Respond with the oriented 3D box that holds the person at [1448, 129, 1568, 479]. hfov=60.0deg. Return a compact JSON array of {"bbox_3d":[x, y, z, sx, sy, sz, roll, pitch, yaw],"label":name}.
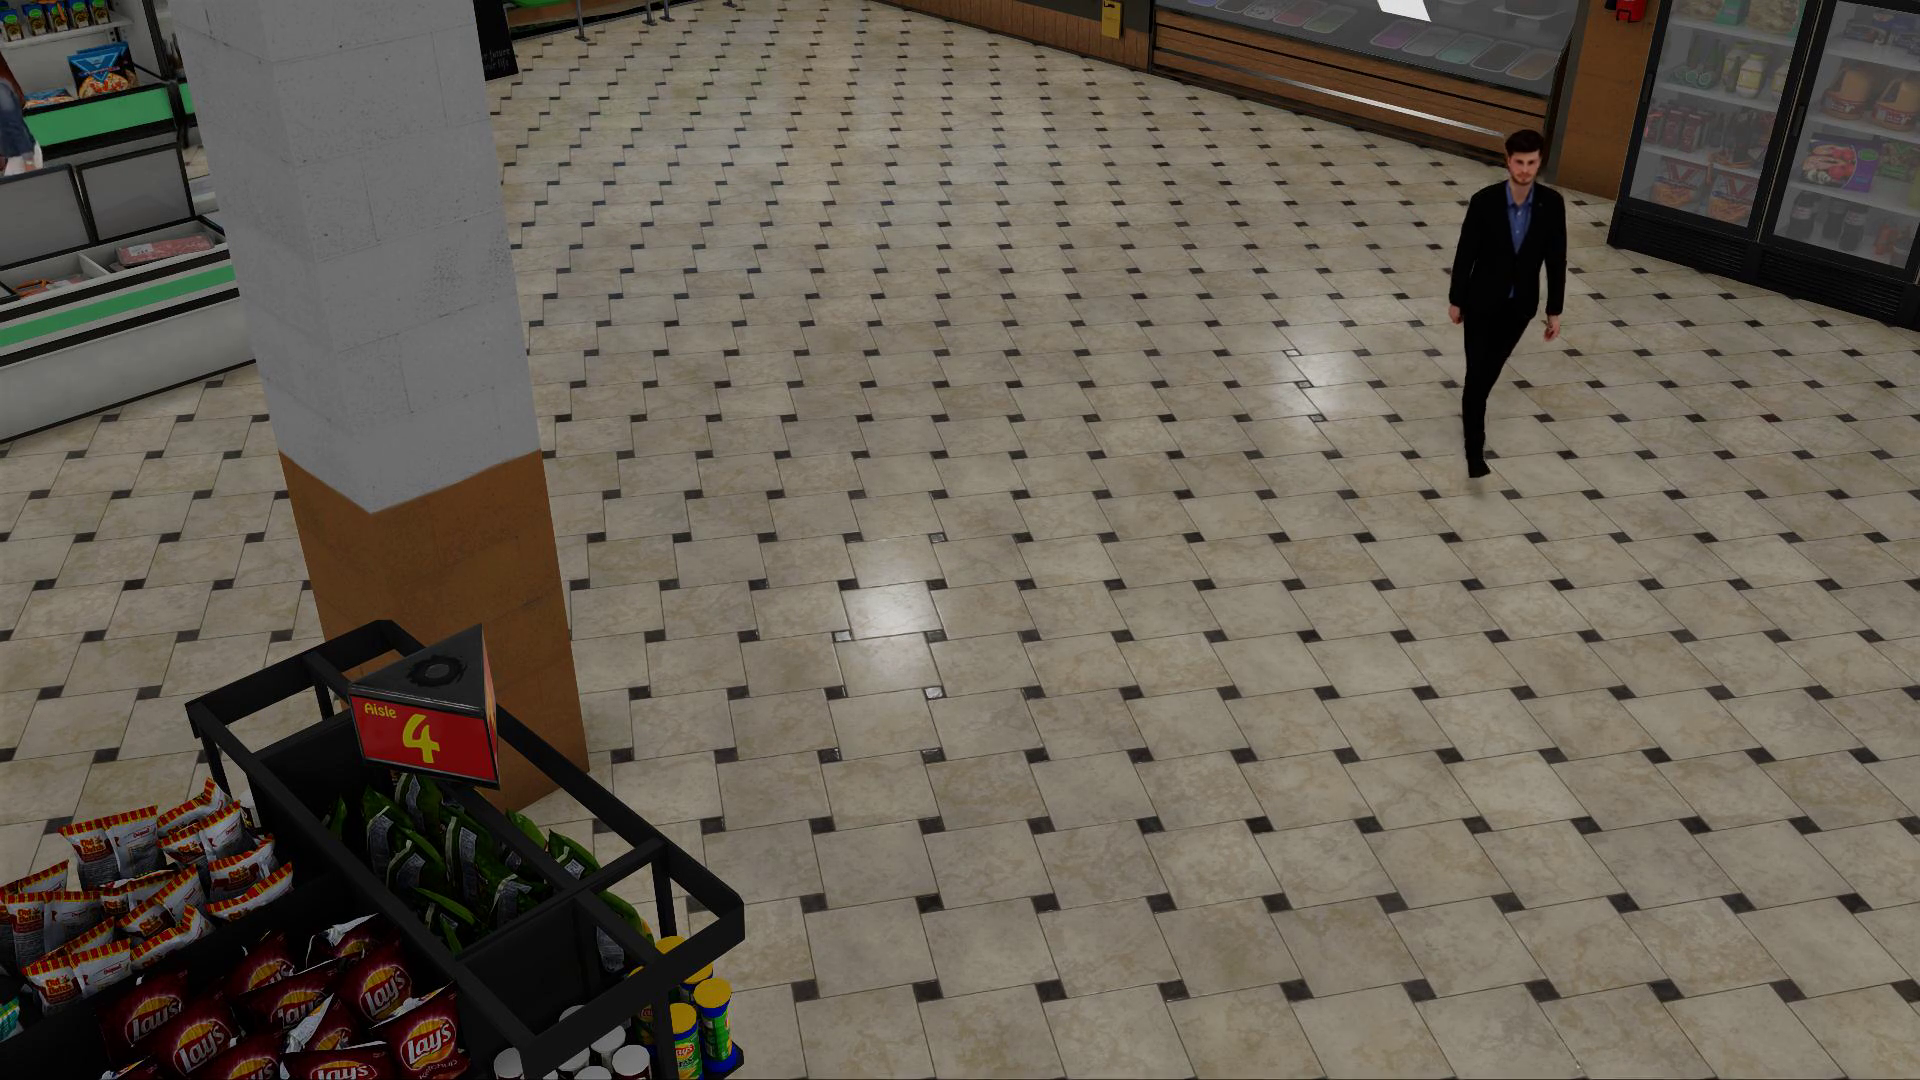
[{"bbox_3d":[2.898,-1.306,8.944,1.167,1.843,1.246,1,32,2],"label":"person"}]
